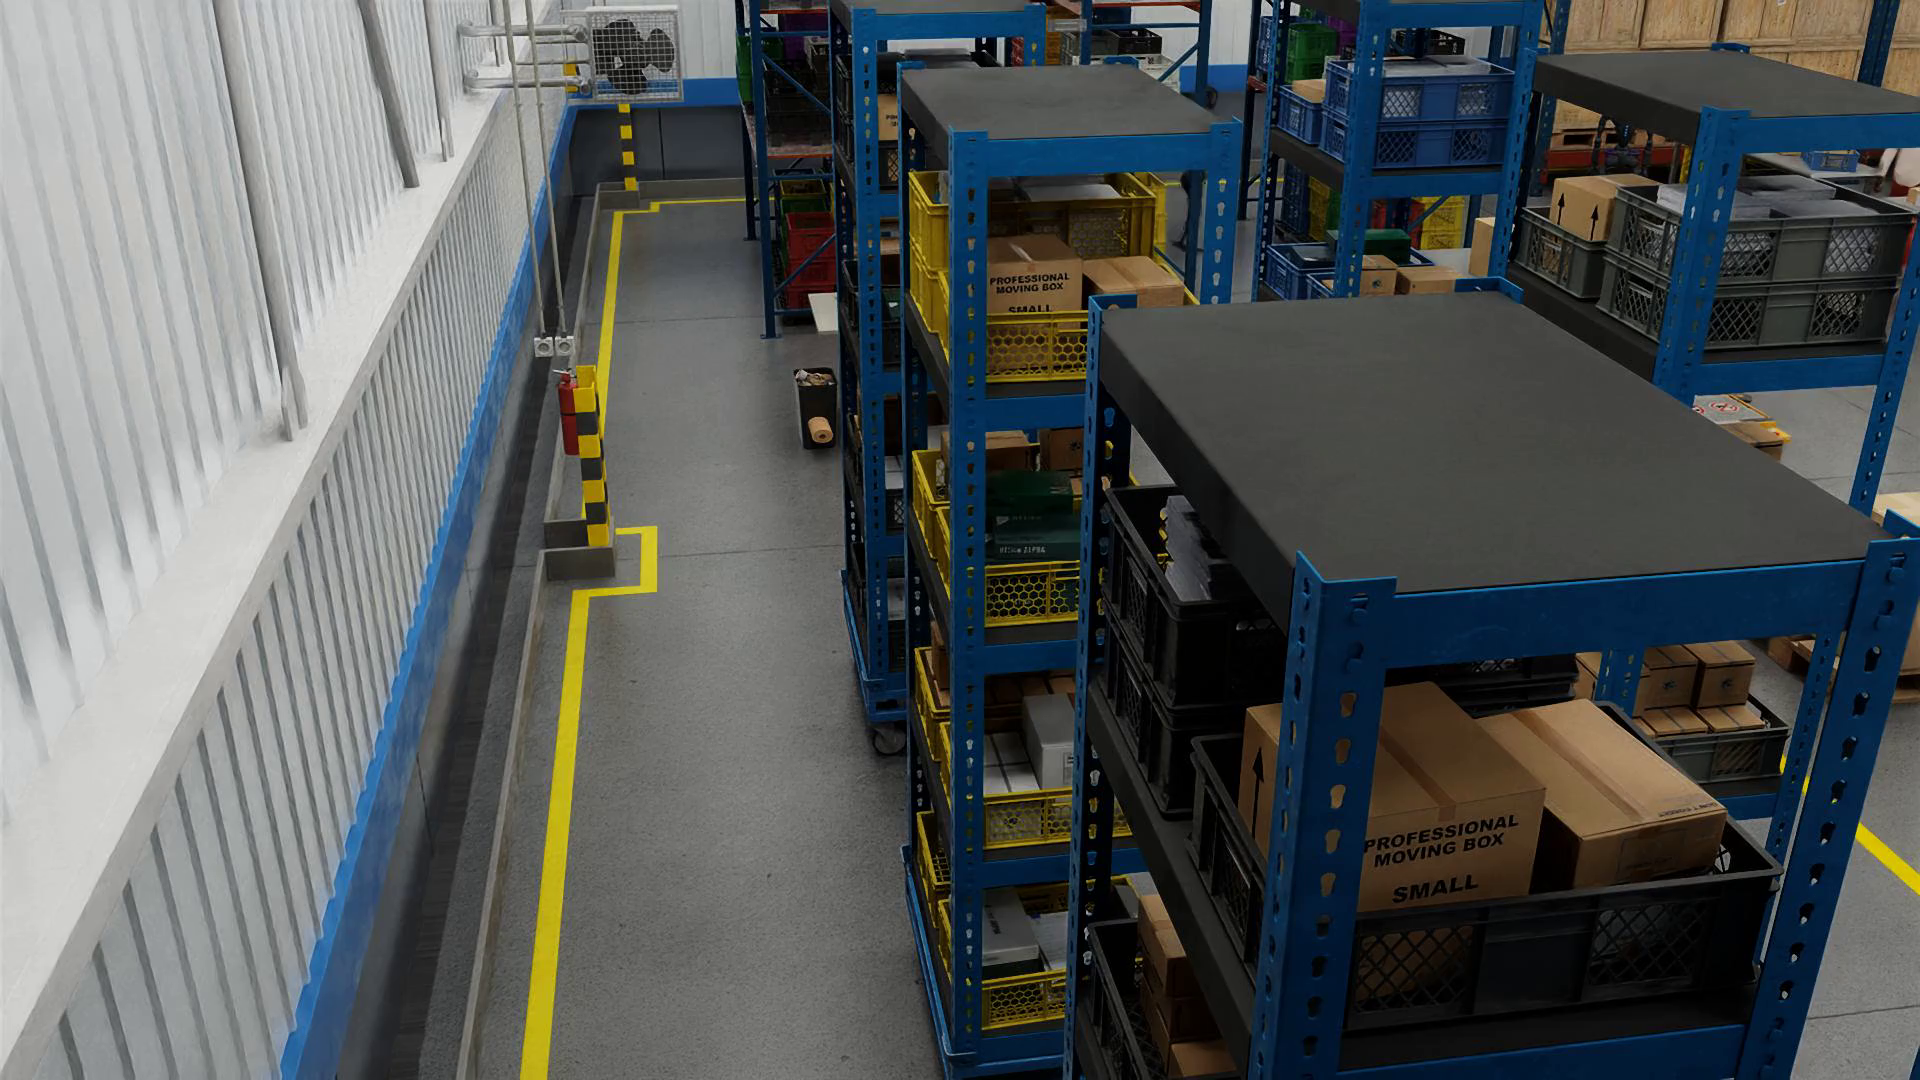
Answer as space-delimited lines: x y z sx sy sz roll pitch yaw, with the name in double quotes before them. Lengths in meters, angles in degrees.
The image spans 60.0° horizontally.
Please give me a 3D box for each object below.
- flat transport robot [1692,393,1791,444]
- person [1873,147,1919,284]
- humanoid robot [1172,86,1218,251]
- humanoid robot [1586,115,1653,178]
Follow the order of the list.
"flat transport robot" 5.224 -0.859 12.132 1.431 0.197 0.652 -4 25 -8
"person" 9.088 -3.466 15.818 0.684 1.943 0.810 10 27 21
"humanoid robot" 2.390 -3.692 16.665 0.376 1.649 0.619 9 26 18
"humanoid robot" 6.642 -3.757 16.765 0.611 1.657 0.309 6 25 13
